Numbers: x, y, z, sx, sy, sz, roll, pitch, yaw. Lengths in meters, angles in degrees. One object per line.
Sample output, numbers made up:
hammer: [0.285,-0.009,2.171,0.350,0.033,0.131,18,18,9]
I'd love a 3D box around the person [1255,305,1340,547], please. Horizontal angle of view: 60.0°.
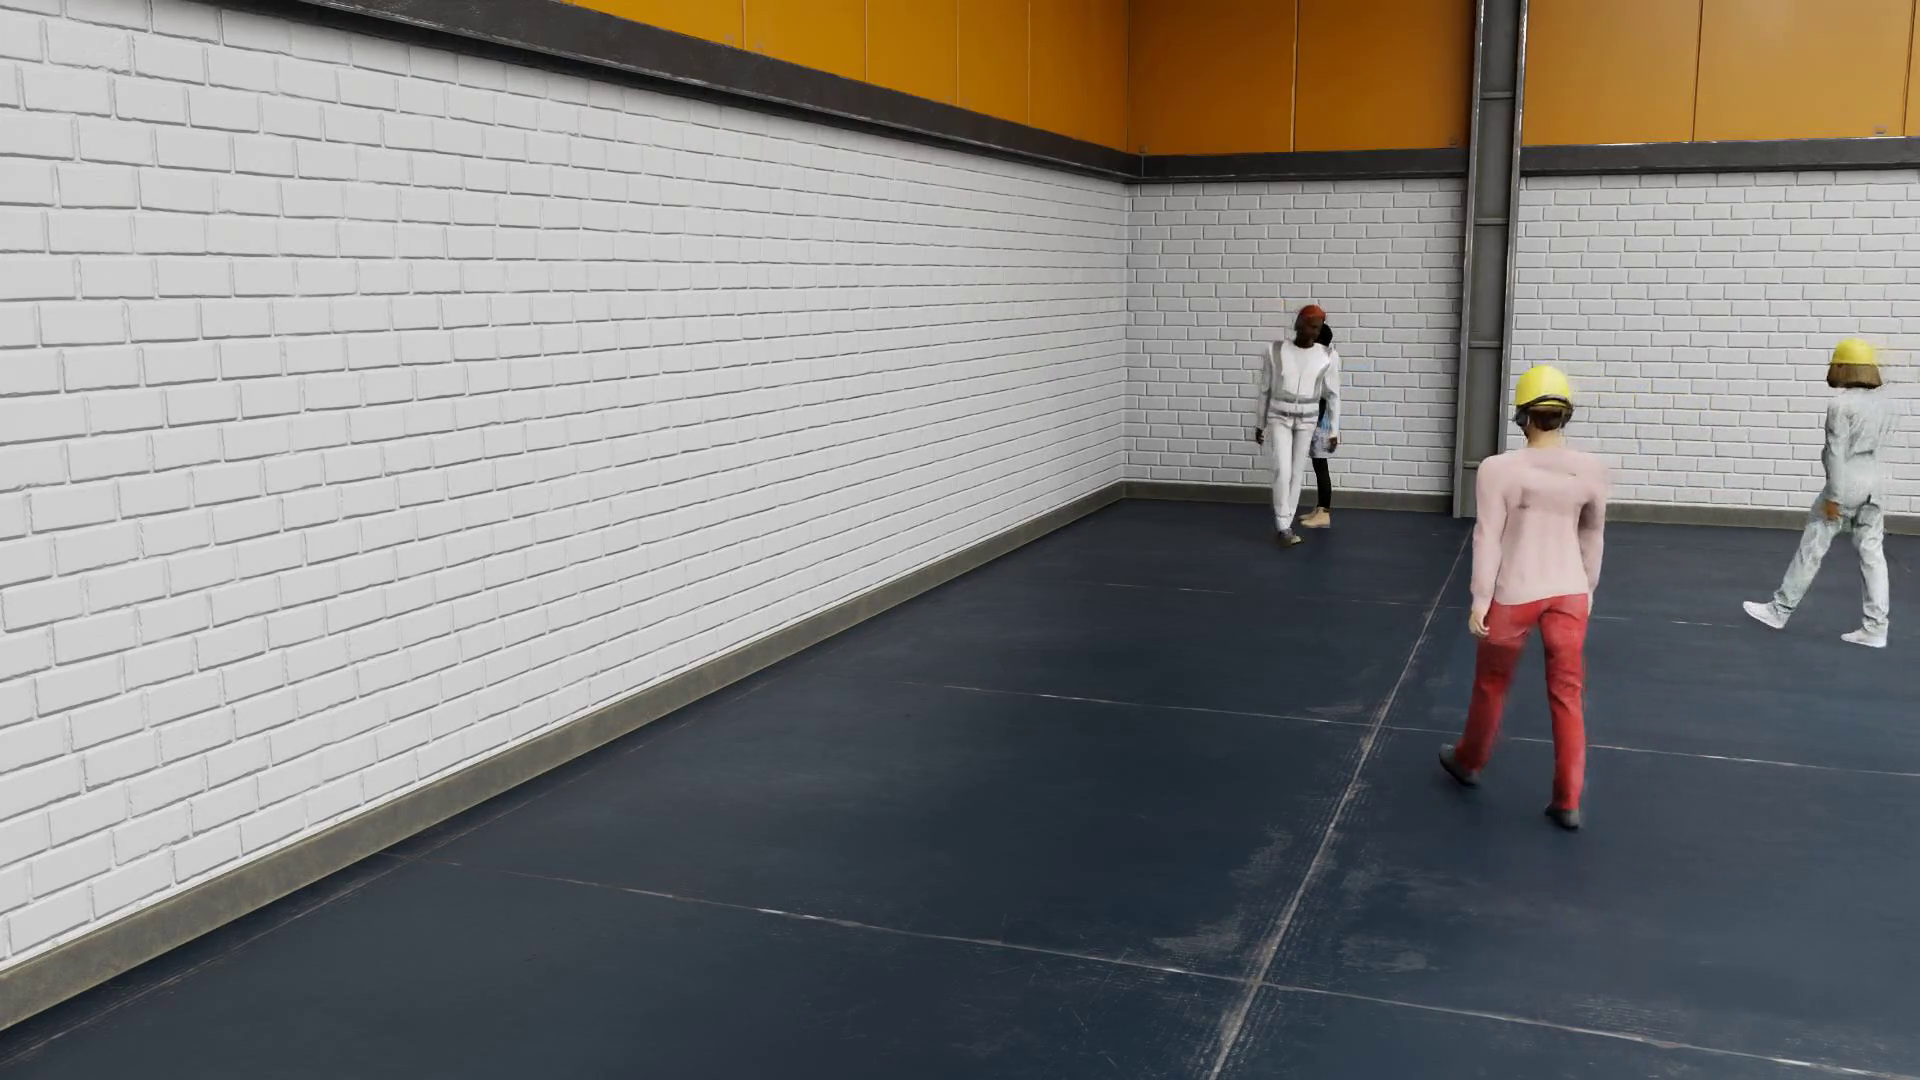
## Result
person: [2.573,-0.858,12.652,0.606,1.841,0.791,1,9,4]

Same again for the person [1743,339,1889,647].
person: [4.961,-0.282,9.454,0.514,1.700,0.855,-5,10,-27]

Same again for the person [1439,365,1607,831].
person: [2.185,0.196,6.420,0.552,1.739,0.725,-1,9,-5]

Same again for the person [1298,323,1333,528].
person: [2.936,-0.945,13.669,0.317,1.695,0.540,2,9,12]
